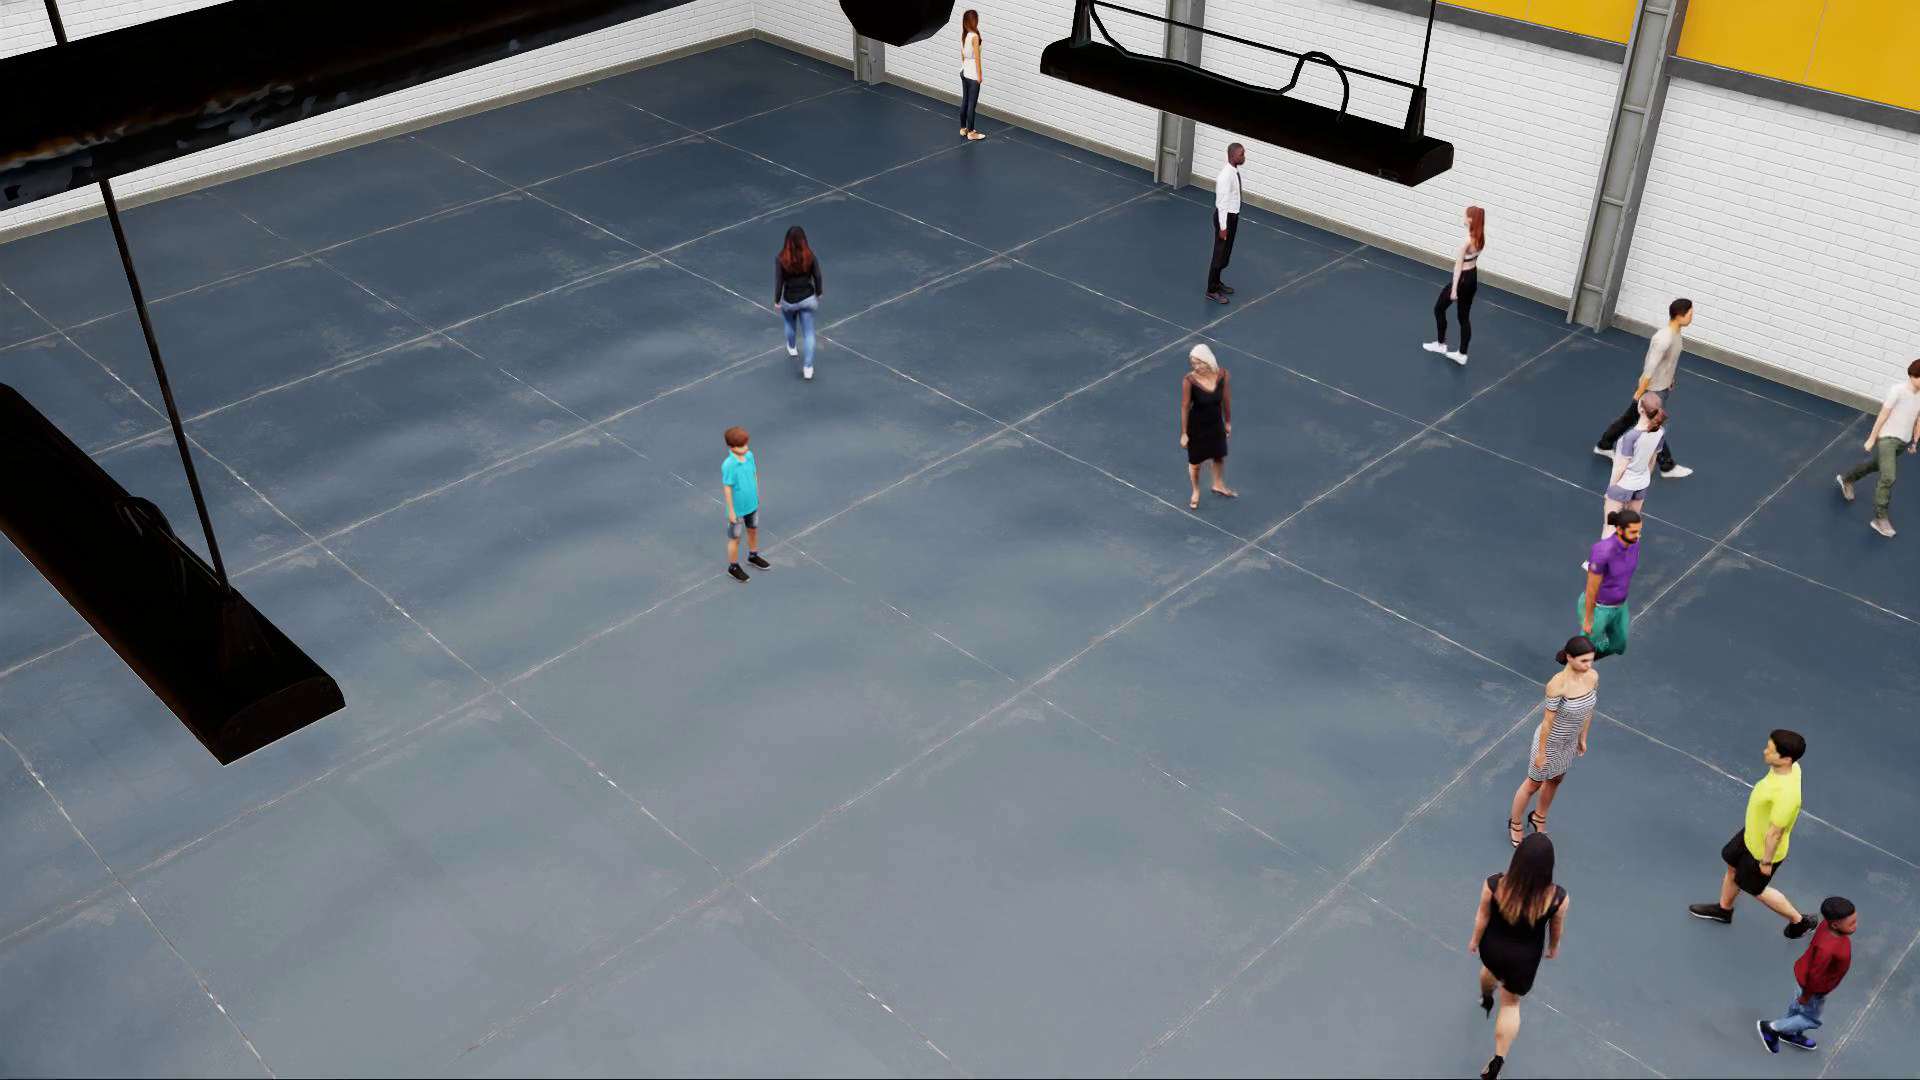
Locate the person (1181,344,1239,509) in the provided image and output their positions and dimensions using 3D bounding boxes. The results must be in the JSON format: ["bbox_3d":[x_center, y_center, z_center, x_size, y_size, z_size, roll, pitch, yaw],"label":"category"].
[{"bbox_3d":[2.250,-1.032,15.079,0.855,1.704,0.799,-15,36,-21],"label":"person"}]

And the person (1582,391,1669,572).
[{"bbox_3d":[5.712,-0.477,14.187,0.662,1.768,0.689,-12,35,-17],"label":"person"}]

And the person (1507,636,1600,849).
[{"bbox_3d":[4.058,1.381,11.347,0.638,1.817,0.618,-17,37,-23],"label":"person"}]

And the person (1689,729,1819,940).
[{"bbox_3d":[5.249,1.922,10.655,1.059,1.681,0.880,11,35,16],"label":"person"}]

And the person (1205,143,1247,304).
[{"bbox_3d":[3.013,-3.620,18.856,0.689,1.834,0.718,11,35,16],"label":"person"}]

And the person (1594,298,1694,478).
[{"bbox_3d":[6.436,-1.464,15.677,1.219,1.762,0.860,20,38,27],"label":"person"}]

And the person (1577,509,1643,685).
[{"bbox_3d":[4.861,0.471,12.772,0.727,1.755,0.774,-16,37,-23],"label":"person"}]

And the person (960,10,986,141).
[{"bbox_3d":[0.142,-6.507,23.244,0.726,1.784,0.570,-16,37,-22],"label":"person"}]

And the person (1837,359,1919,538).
[{"bbox_3d":[8.362,-0.933,15.011,0.995,1.614,1.205,-7,34,-10],"label":"person"}]

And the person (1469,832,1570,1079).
[{"bbox_3d":[3.251,2.485,9.812,1.107,1.677,1.016,11,35,16],"label":"person"}]

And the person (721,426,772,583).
[{"bbox_3d":[-1.882,-0.338,14.267,0.509,1.448,0.544,25,41,32],"label":"person"}]

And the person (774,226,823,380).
[{"bbox_3d":[-1.663,-2.446,17.296,1.015,1.605,1.132,-5,34,-8],"label":"person"}]

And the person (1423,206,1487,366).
[{"bbox_3d":[5.369,-2.647,17.486,0.645,1.729,0.757,-25,41,-33],"label":"person"}]

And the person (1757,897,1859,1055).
[{"bbox_3d":[5.089,2.608,10.015,0.653,1.247,0.584,16,37,22],"label":"person"}]
